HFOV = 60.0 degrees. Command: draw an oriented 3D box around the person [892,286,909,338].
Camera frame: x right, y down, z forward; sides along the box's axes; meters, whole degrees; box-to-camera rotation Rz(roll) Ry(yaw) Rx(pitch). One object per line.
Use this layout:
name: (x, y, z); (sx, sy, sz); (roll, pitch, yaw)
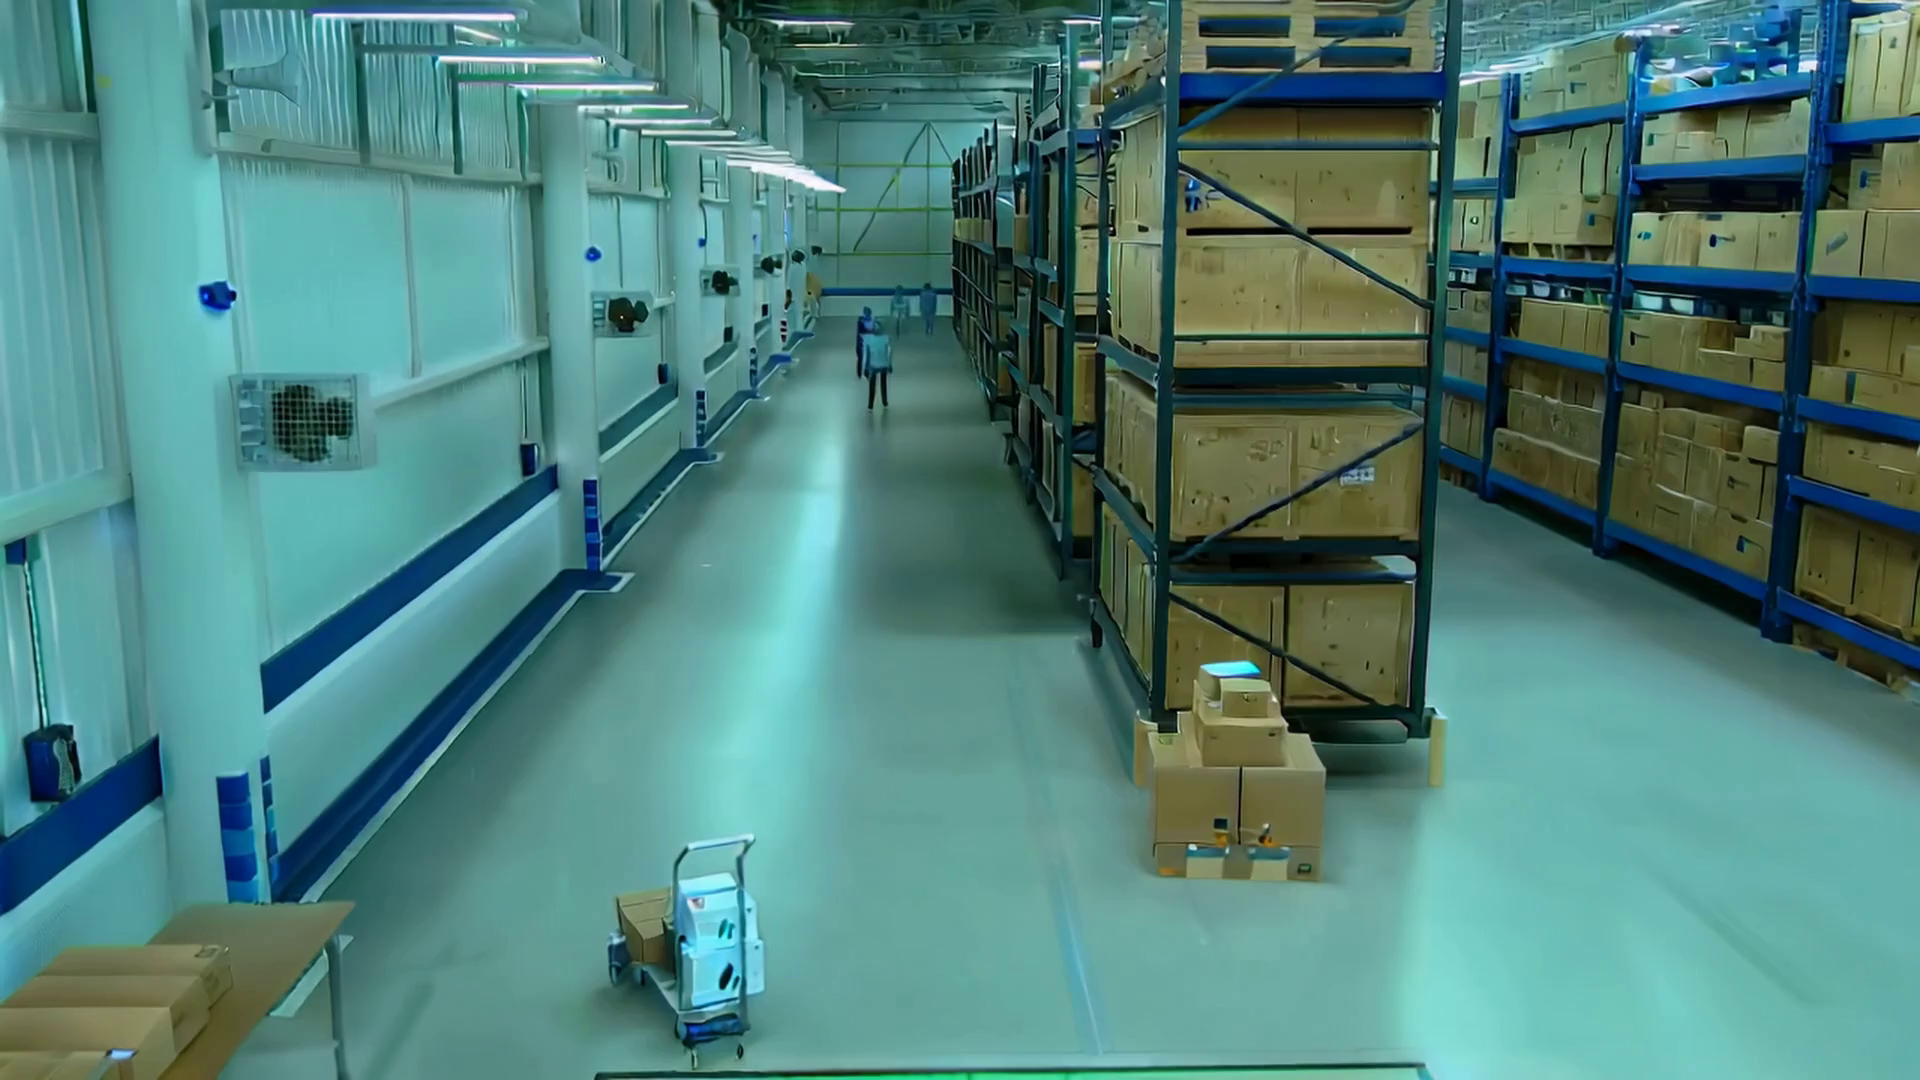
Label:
person: (-2.069, -7.953, 58.016); (0.578, 1.816, 0.861); (1, 11, 5)

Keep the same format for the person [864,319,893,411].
person: (-1.750, -3.739, 35.645); (0.622, 1.985, 0.407); (-1, 11, -6)

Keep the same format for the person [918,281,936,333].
person: (-1.193, -8.482, 60.576); (0.654, 1.877, 0.797); (0, 11, 2)

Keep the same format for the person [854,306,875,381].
person: (-2.411, -5.027, 42.554); (0.607, 1.904, 0.394); (-3, 11, -14)
